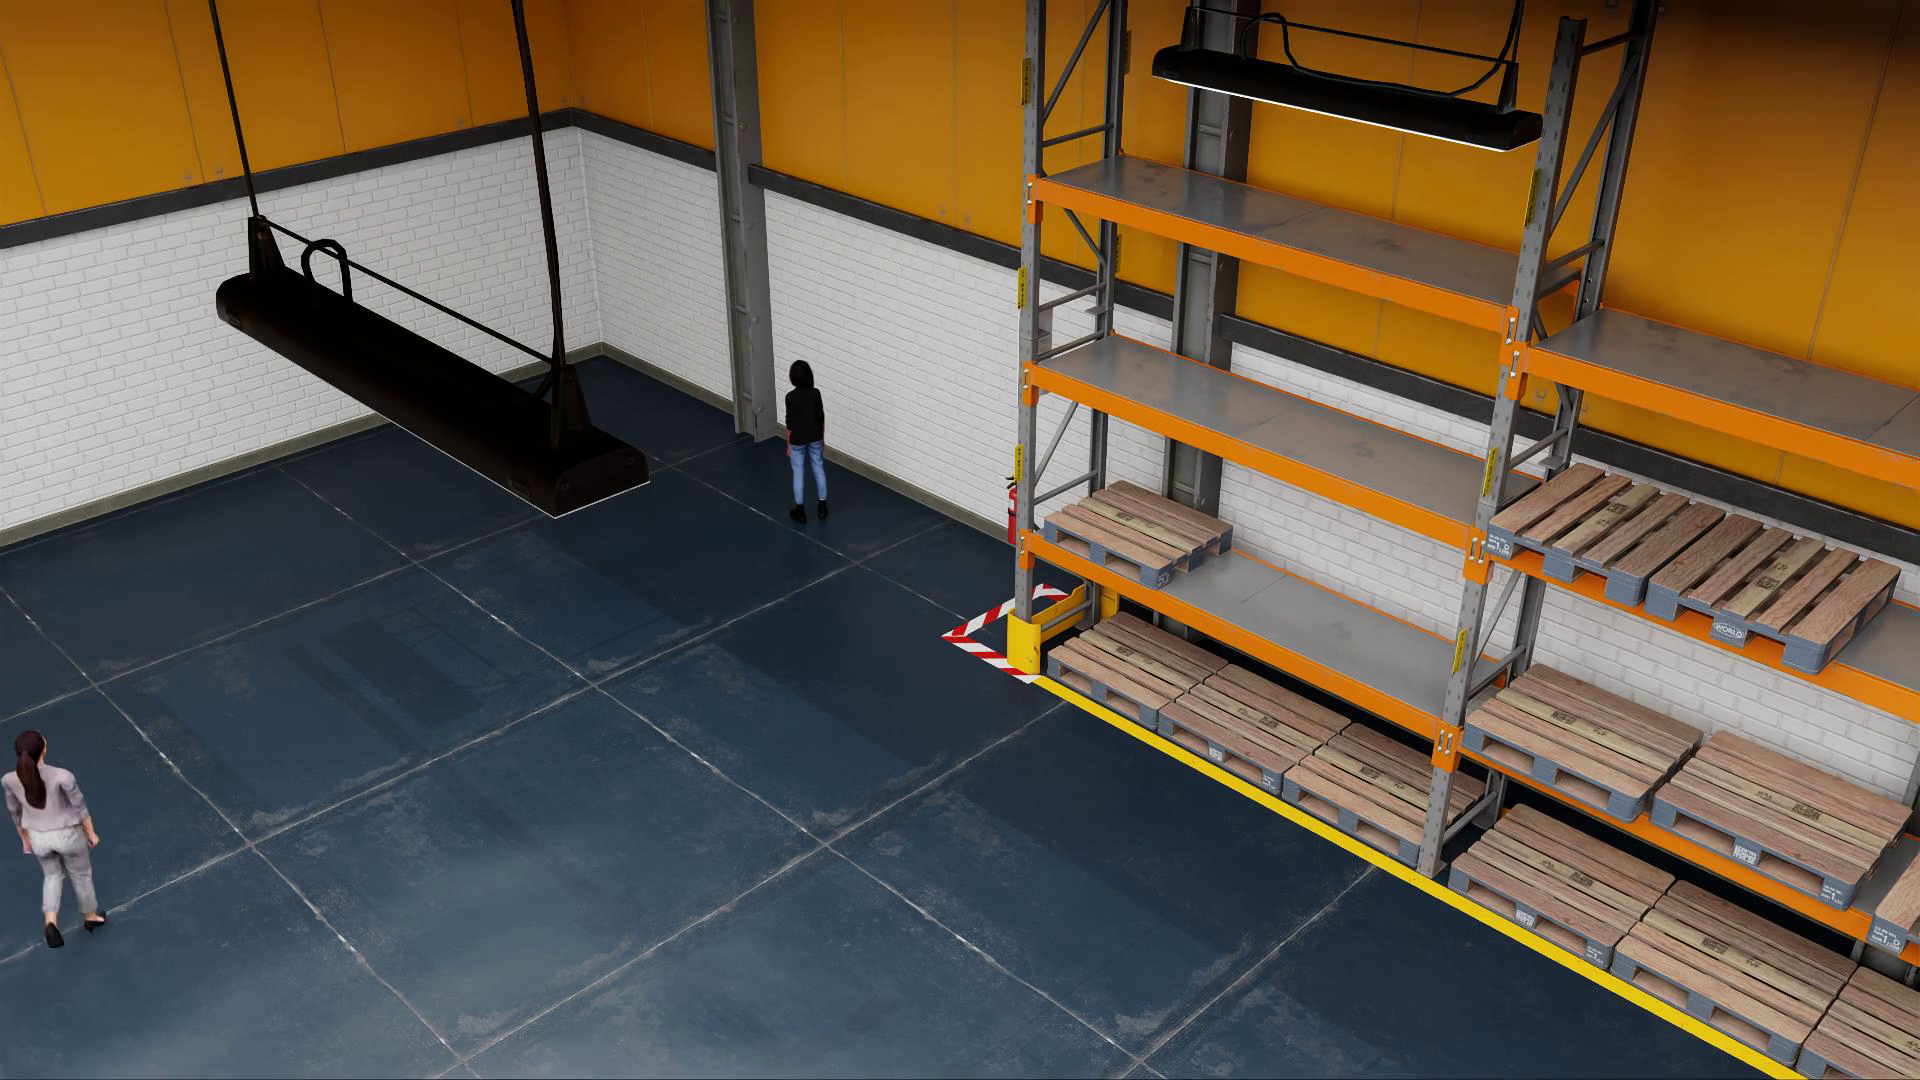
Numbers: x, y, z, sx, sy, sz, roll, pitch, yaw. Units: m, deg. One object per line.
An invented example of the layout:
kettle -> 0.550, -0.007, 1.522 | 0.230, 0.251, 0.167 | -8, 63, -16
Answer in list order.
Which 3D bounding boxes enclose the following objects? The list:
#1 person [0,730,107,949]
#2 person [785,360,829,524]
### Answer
person -> -5.966, 2.023, 10.947 | 0.856, 1.665, 0.928 | -2, 29, -4
person -> -1.520, -0.972, 16.399 | 0.649, 1.703, 0.658 | -11, 30, -19
